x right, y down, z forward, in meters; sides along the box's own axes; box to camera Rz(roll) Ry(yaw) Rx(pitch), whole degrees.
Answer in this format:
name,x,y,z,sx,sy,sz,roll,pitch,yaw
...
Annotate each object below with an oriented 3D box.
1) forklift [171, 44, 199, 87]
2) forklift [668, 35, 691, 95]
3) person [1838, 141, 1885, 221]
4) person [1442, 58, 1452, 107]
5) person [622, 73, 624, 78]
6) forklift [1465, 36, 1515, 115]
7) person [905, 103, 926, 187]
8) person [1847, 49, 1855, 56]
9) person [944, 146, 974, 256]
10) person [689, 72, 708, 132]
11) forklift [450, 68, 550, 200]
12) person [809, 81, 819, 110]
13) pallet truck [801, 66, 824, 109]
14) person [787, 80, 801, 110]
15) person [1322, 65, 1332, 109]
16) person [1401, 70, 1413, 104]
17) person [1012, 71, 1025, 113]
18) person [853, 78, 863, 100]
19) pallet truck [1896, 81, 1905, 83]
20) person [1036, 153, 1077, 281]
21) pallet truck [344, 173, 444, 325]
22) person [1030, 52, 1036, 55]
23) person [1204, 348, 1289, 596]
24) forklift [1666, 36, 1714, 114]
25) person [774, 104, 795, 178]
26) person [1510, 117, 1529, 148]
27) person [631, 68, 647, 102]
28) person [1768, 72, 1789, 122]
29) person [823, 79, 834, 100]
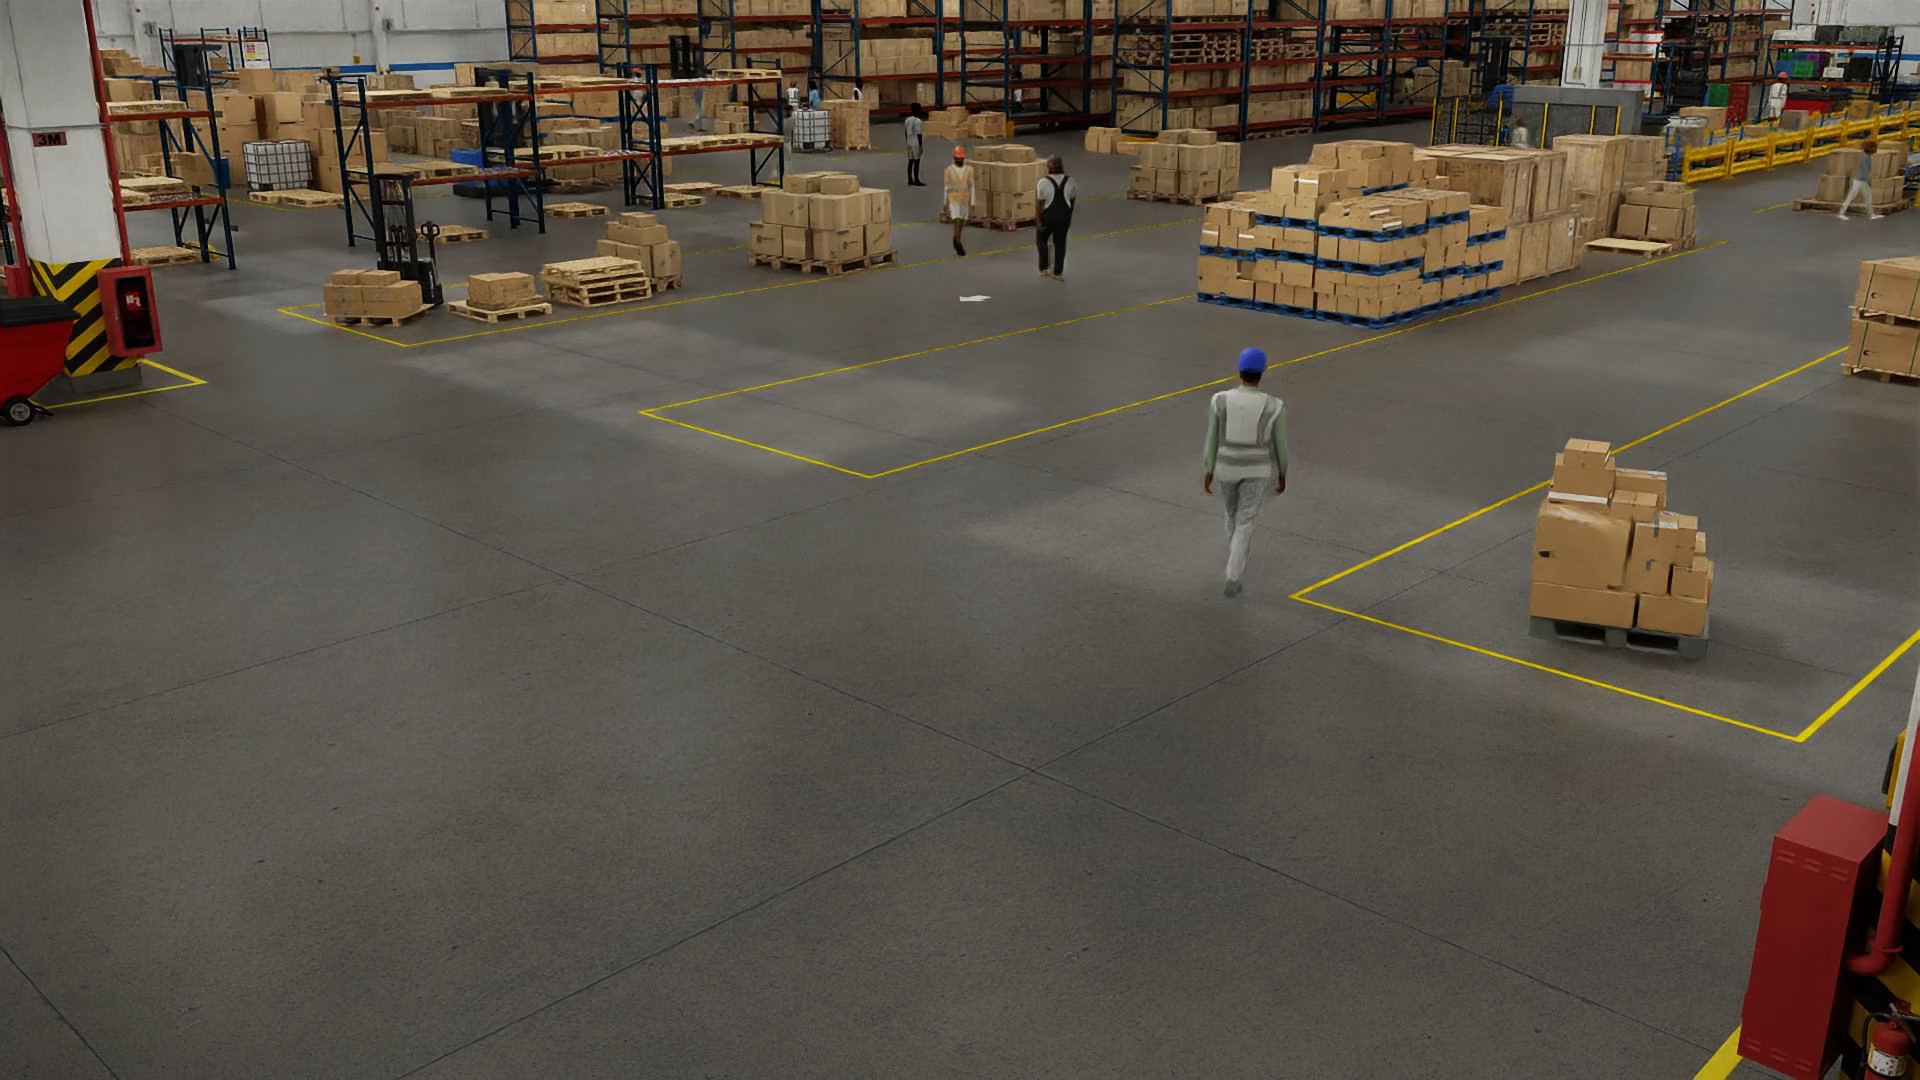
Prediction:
name,x,y,z,sx,sy,sz,roll,pitch,yaw
forklift,-24.593,-14.348,53.009,1.129,2.768,1.873,17,25,41
forklift,-10.752,-17.943,63.842,1.129,2.768,1.873,17,25,41
person,18.345,-7.263,33.696,0.861,1.580,0.521,17,25,42
person,19.307,-18.165,66.071,0.889,1.873,0.676,-17,25,-41
person,-10.556,-13.657,52.315,0.399,1.989,0.622,9,20,25
forklift,19.973,-17.201,61.605,1.873,2.768,1.129,16,24,40
person,-1.067,-9.390,39.499,0.361,1.964,0.617,-12,22,-32
person,40.196,-21.286,75.349,0.658,1.964,0.731,2,18,5
person,-0.033,-6.053,29.557,0.549,1.907,0.912,-5,19,-16
person,-8.563,-14.289,54.320,0.505,1.927,0.648,-4,19,-13
forklift,-10.418,-9.136,37.307,1.129,2.768,1.873,17,25,41
person,-4.753,-13.965,53.713,0.460,1.679,0.560,4,19,13
pallet truck,-4.812,-15.182,56.903,0.823,1.965,1.885,-9,21,-26
person,-5.494,-14.359,54.988,0.525,1.637,0.307,10,21,28
person,13.841,-16.948,62.584,0.526,1.768,0.331,14,23,35
person,16.544,-16.452,61.261,0.882,1.643,0.551,16,24,40
person,2.186,-16.261,60.645,0.639,1.676,0.538,-16,24,-40
person,-3.151,-13.260,51.238,0.370,1.915,0.597,2,18,6
pallet truck,34.802,-16.331,61.455,0.653,1.274,1.630,17,25,41
person,1.504,-5.211,26.793,0.695,2.000,0.632,-6,19,-17
pallet truck,-8.209,-4.181,23.757,0.823,1.965,1.885,3,19,9
person,3.484,-22.951,80.512,0.851,1.870,0.651,-17,25,-41
person,2.262,-0.572,13.044,0.637,1.888,1.013,7,20,21
forklift,27.341,-17.291,61.877,1.129,2.768,1.873,17,25,41
person,-4.310,-9.764,40.832,0.537,1.836,0.603,-13,23,-35
person,13.311,-9.223,39.548,0.531,1.606,0.487,-16,24,-40
person,-11.098,-15.448,57.825,0.680,1.914,0.579,12,22,32
person,25.565,-13.580,52.011,0.395,2.040,0.609,-7,19,-19
person,-4.877,-16.578,61.489,0.629,1.759,1.037,16,24,39
